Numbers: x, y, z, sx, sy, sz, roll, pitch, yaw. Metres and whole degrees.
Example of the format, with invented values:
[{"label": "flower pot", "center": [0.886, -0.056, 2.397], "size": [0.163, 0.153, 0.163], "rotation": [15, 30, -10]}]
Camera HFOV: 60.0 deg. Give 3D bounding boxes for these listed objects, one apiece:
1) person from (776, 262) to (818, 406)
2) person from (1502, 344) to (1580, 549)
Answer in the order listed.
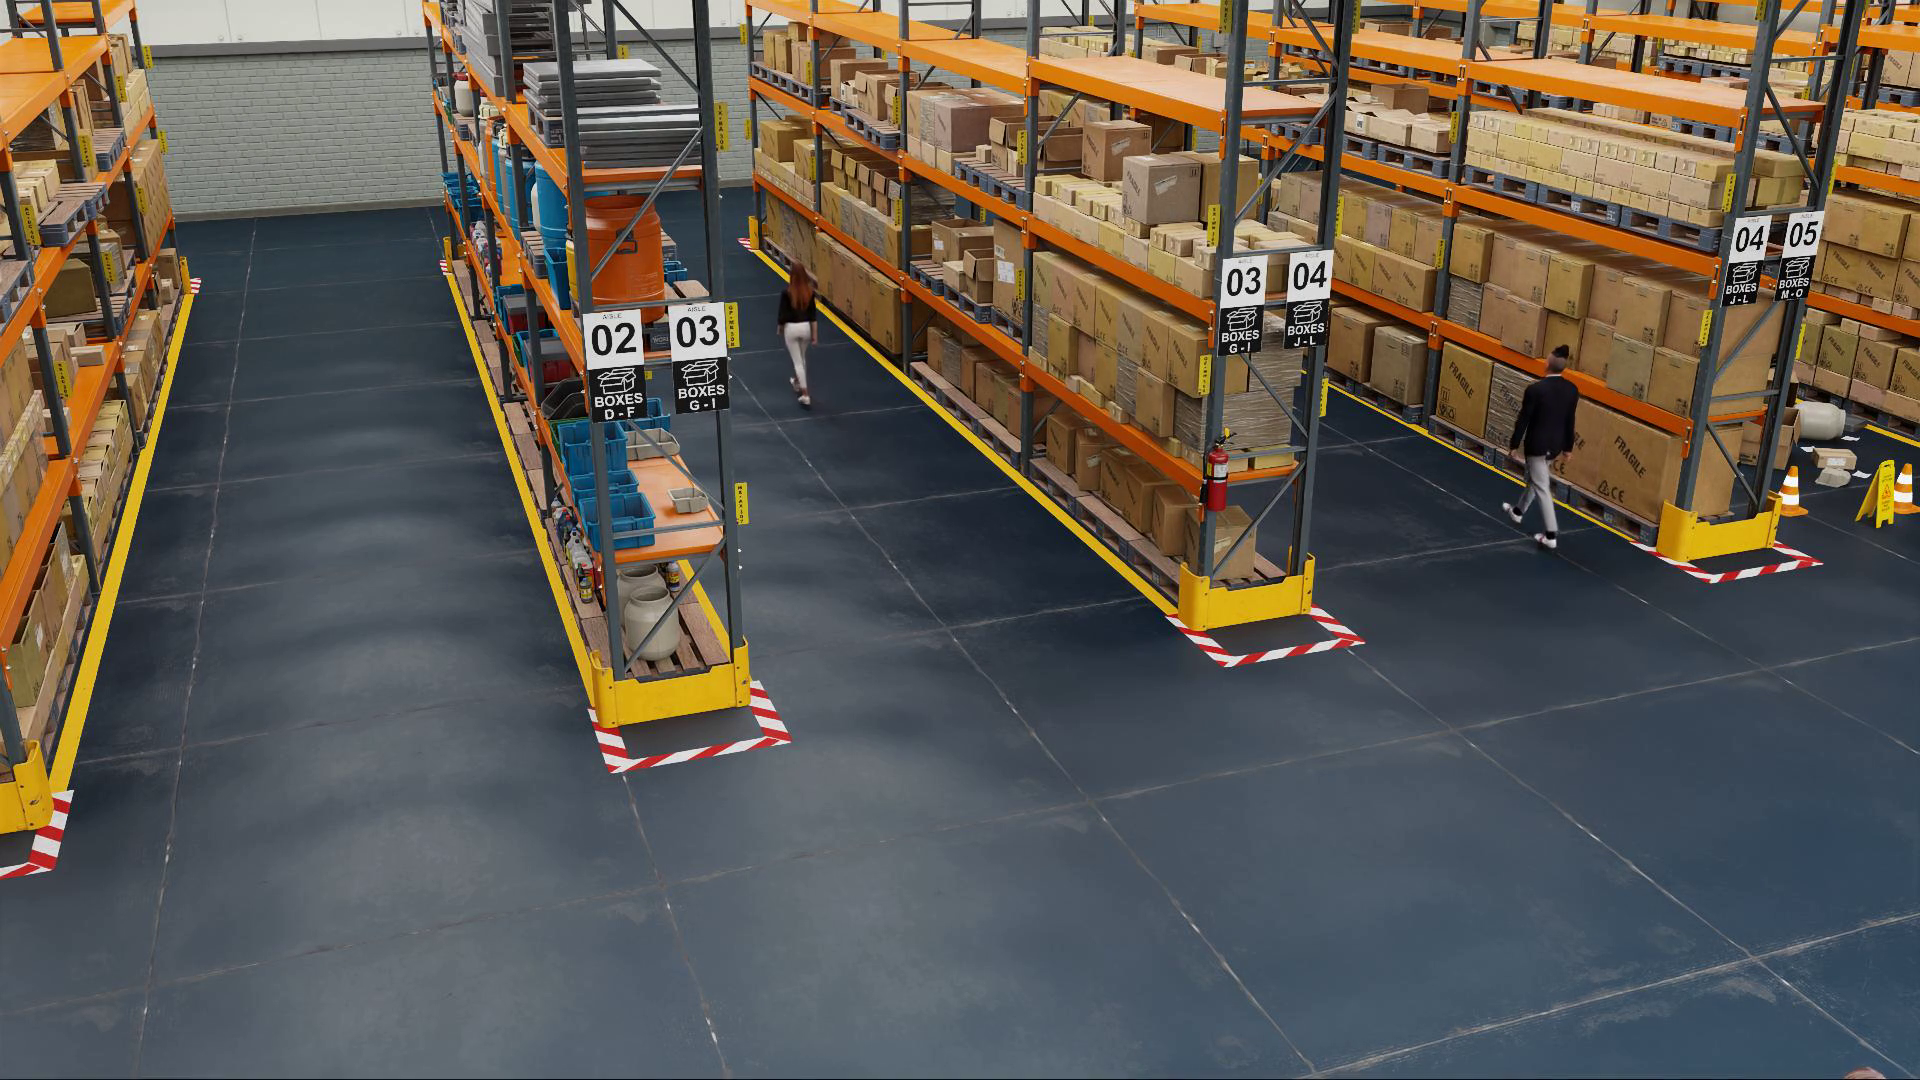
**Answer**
[{"label": "person", "center": [-1.907, -2.419, 19.770], "size": [0.680, 1.660, 1.115], "rotation": [-11, 25, -25]}, {"label": "person", "center": [5.531, -0.853, 15.627], "size": [0.791, 1.897, 1.234], "rotation": [-6, 23, -14]}]
